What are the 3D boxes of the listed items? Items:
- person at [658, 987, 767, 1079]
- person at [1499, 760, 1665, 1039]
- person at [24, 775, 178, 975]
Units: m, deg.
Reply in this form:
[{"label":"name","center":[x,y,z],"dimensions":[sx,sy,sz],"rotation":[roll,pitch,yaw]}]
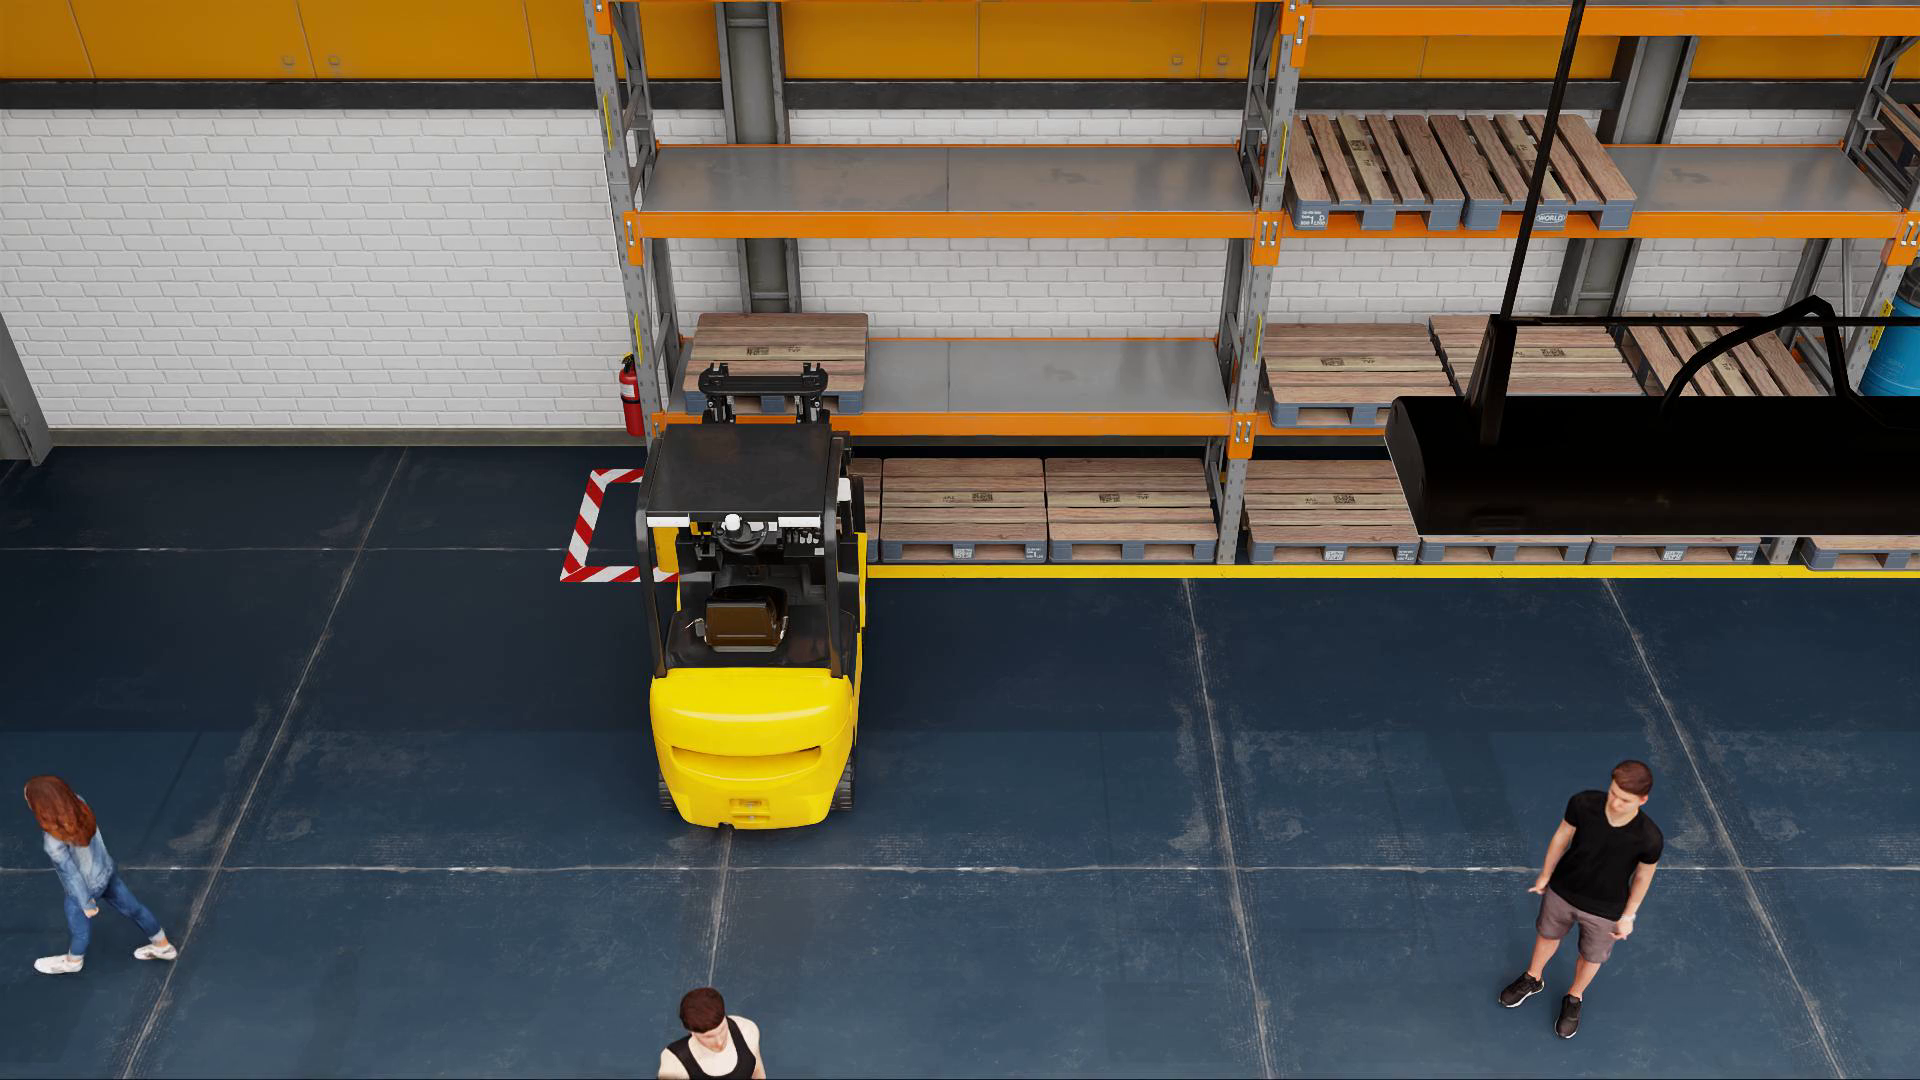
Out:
[{"label":"person","center":[-1.077,2.621,7.439],"dimensions":[0.748,1.892,0.832],"rotation":[-27,46,-30]},{"label":"person","center":[3.232,1.794,8.500],"dimensions":[0.759,1.861,0.832],"rotation":[29,47,31]},{"label":"person","center":[-4.541,1.790,8.833],"dimensions":[0.929,1.450,0.633],"rotation":[-3,39,-4]}]
